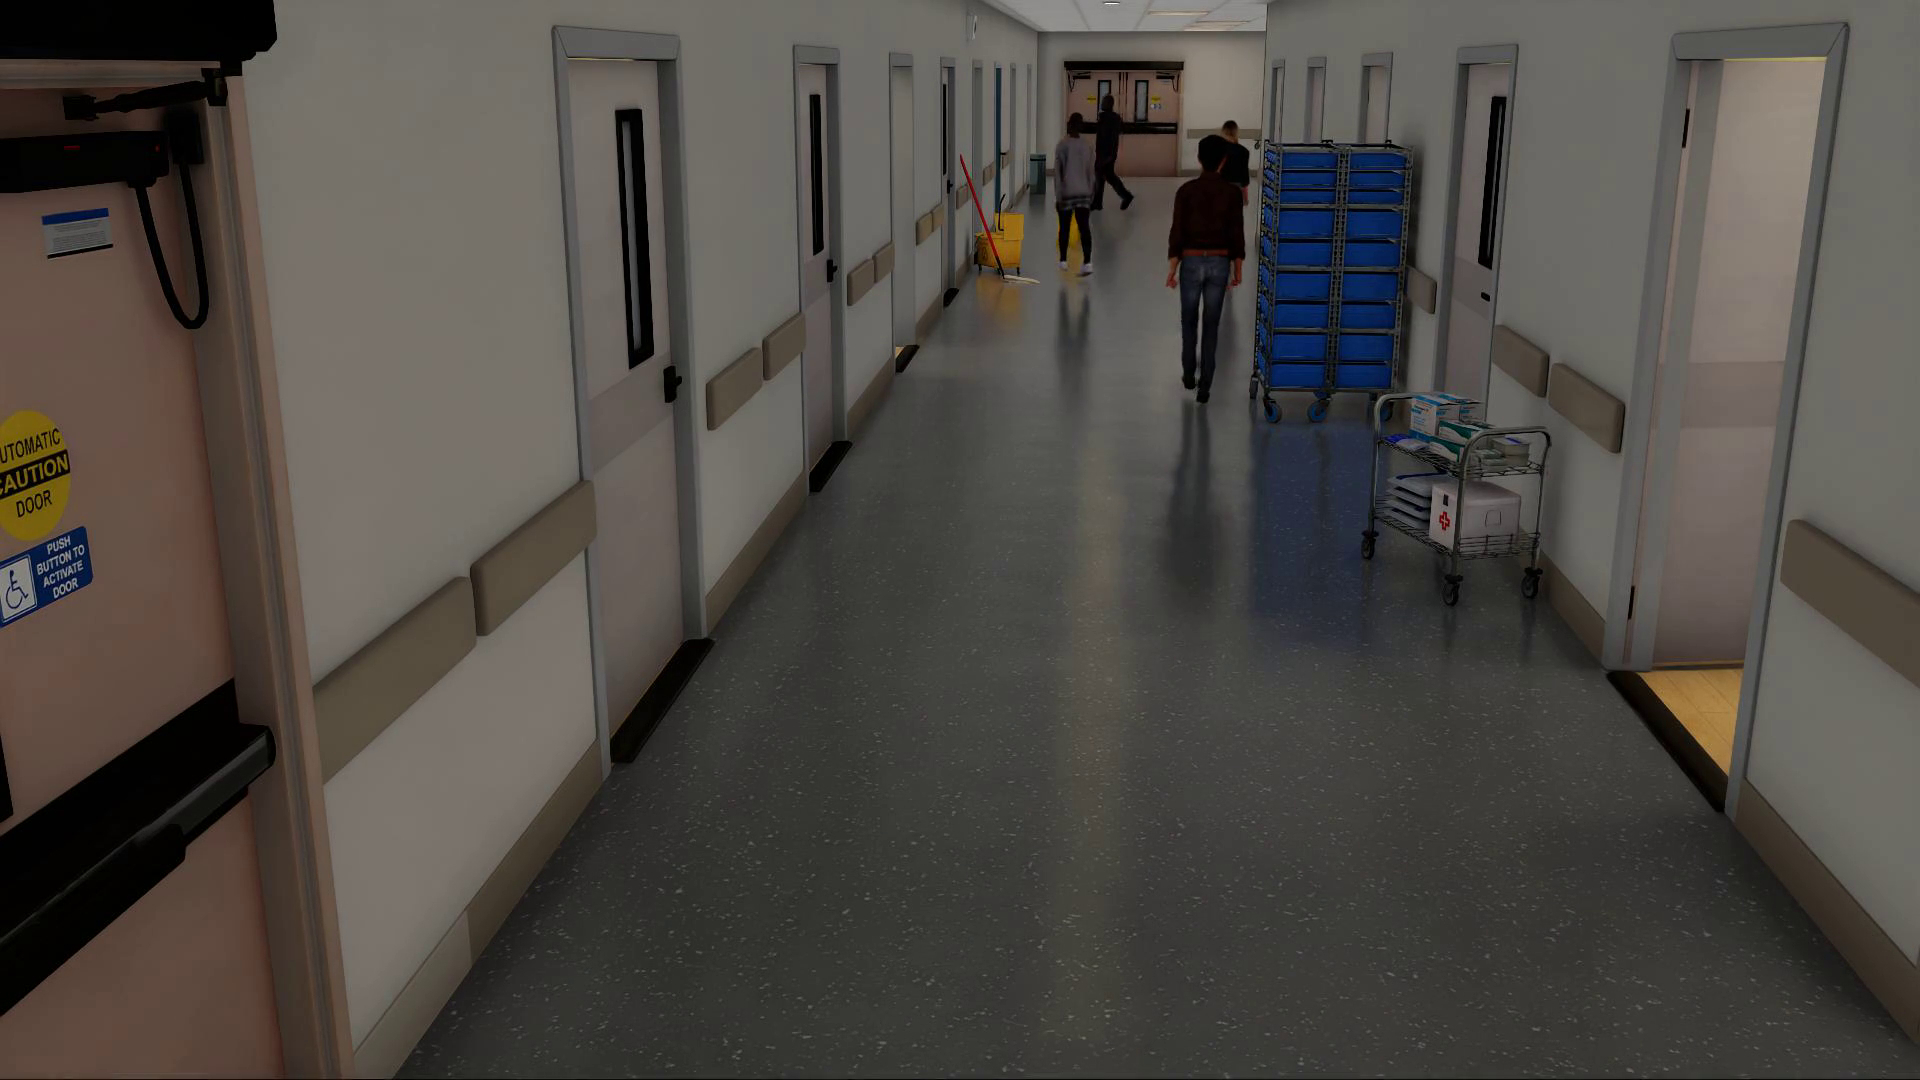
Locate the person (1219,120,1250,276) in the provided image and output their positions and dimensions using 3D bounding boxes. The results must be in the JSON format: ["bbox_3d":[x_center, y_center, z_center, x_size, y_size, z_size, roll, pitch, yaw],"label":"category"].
[{"bbox_3d":[2.931,-3.731,18.202,0.629,1.664,0.587,3,16,12],"label":"person"}]

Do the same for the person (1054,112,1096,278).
[{"bbox_3d":[1.264,-3.676,17.896,0.918,1.724,1.296,-4,16,-14],"label":"person"}]

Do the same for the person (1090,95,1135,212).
[{"bbox_3d":[2.435,-6.220,26.728,0.990,1.827,1.080,7,17,24],"label":"person"}]

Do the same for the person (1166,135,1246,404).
[{"bbox_3d":[1.648,-1.787,11.145,0.698,1.751,0.932,2,16,7],"label":"person"}]
